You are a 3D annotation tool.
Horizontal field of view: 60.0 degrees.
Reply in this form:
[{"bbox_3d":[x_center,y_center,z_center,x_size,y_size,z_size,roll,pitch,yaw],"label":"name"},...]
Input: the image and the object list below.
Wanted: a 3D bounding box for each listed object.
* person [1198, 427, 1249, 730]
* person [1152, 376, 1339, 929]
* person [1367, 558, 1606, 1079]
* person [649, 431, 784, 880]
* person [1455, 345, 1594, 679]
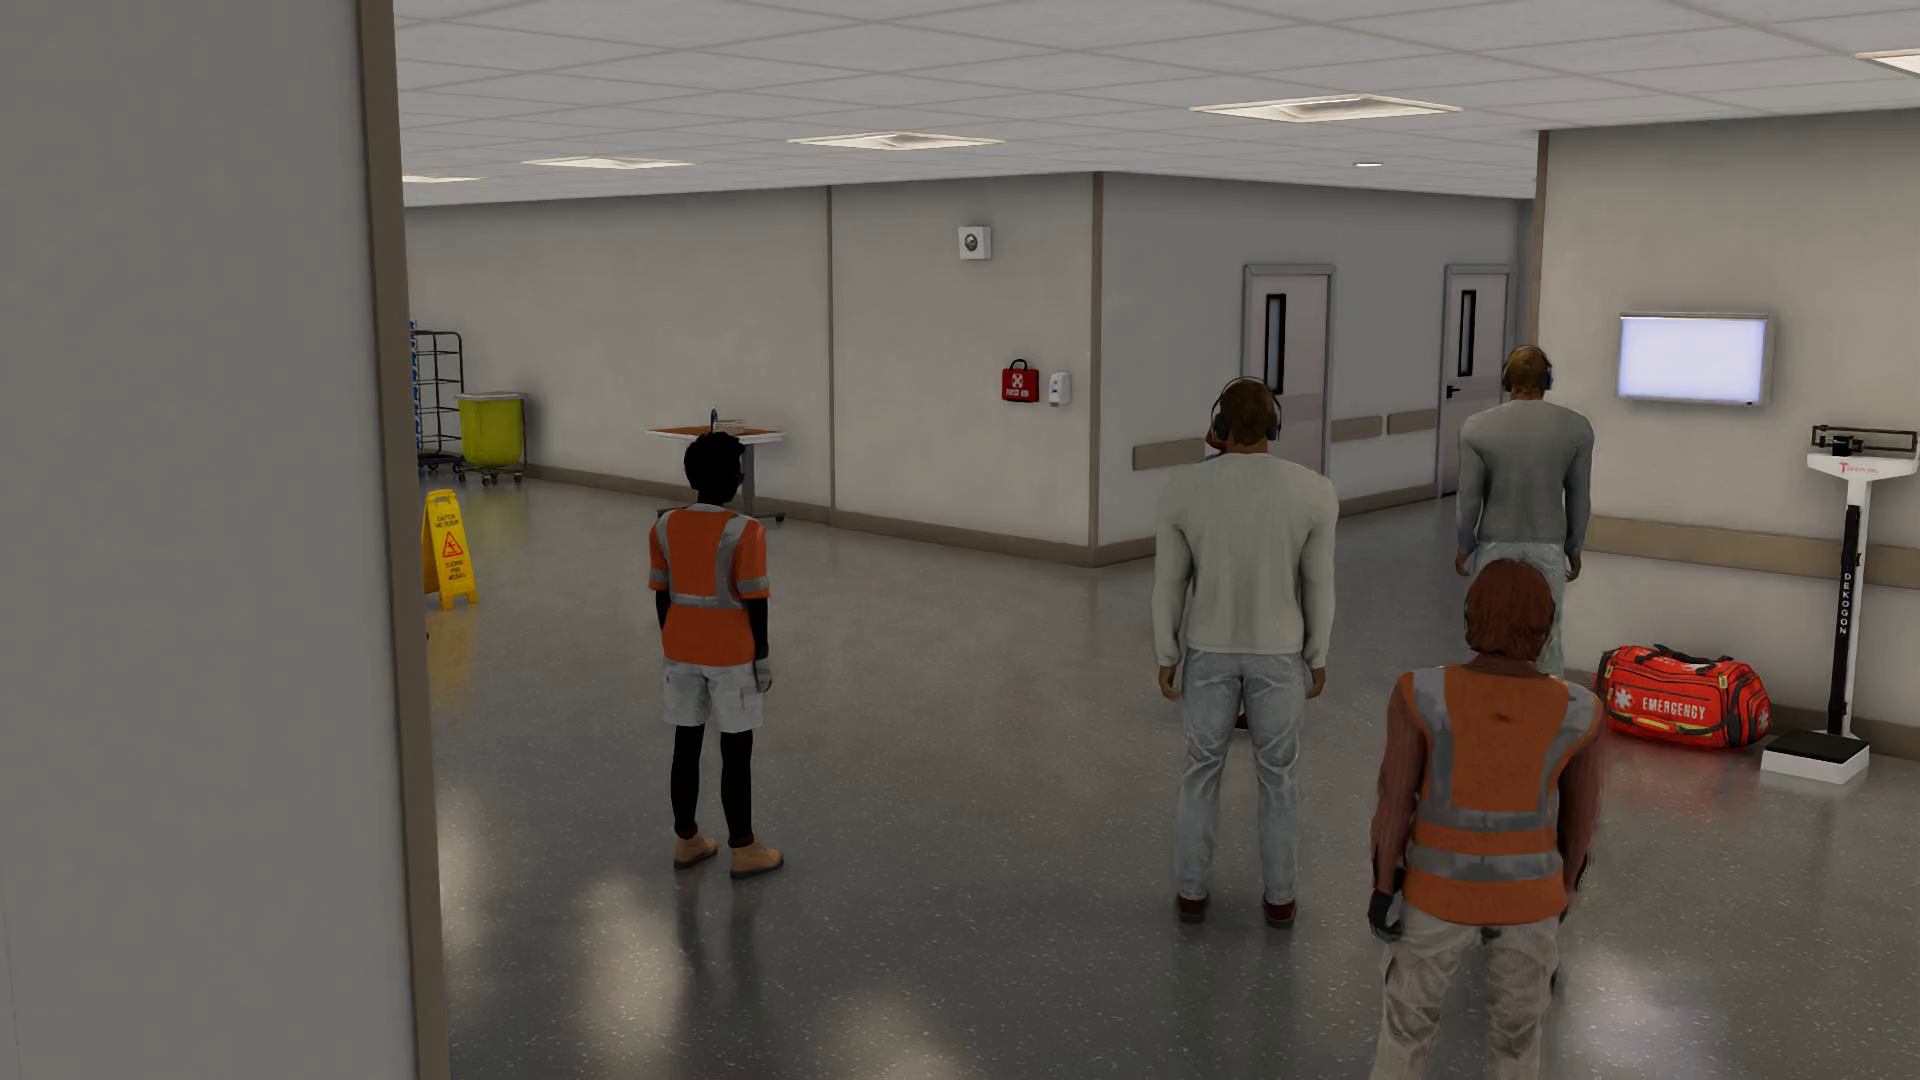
[{"bbox_3d":[1.346,0.133,8.339,0.264,1.632,0.508,-5,10,-27],"label":"person"},{"bbox_3d":[0.984,0.399,5.812,0.625,1.932,0.362,2,9,11],"label":"person"},{"bbox_3d":[1.232,0.850,3.951,0.522,1.628,0.369,1,9,8],"label":"person"},{"bbox_3d":[-0.932,0.436,6.298,0.535,1.694,0.321,5,11,30],"label":"person"},{"bbox_3d":[2.704,0.031,8.043,0.629,1.937,0.377,2,9,11],"label":"person"}]
